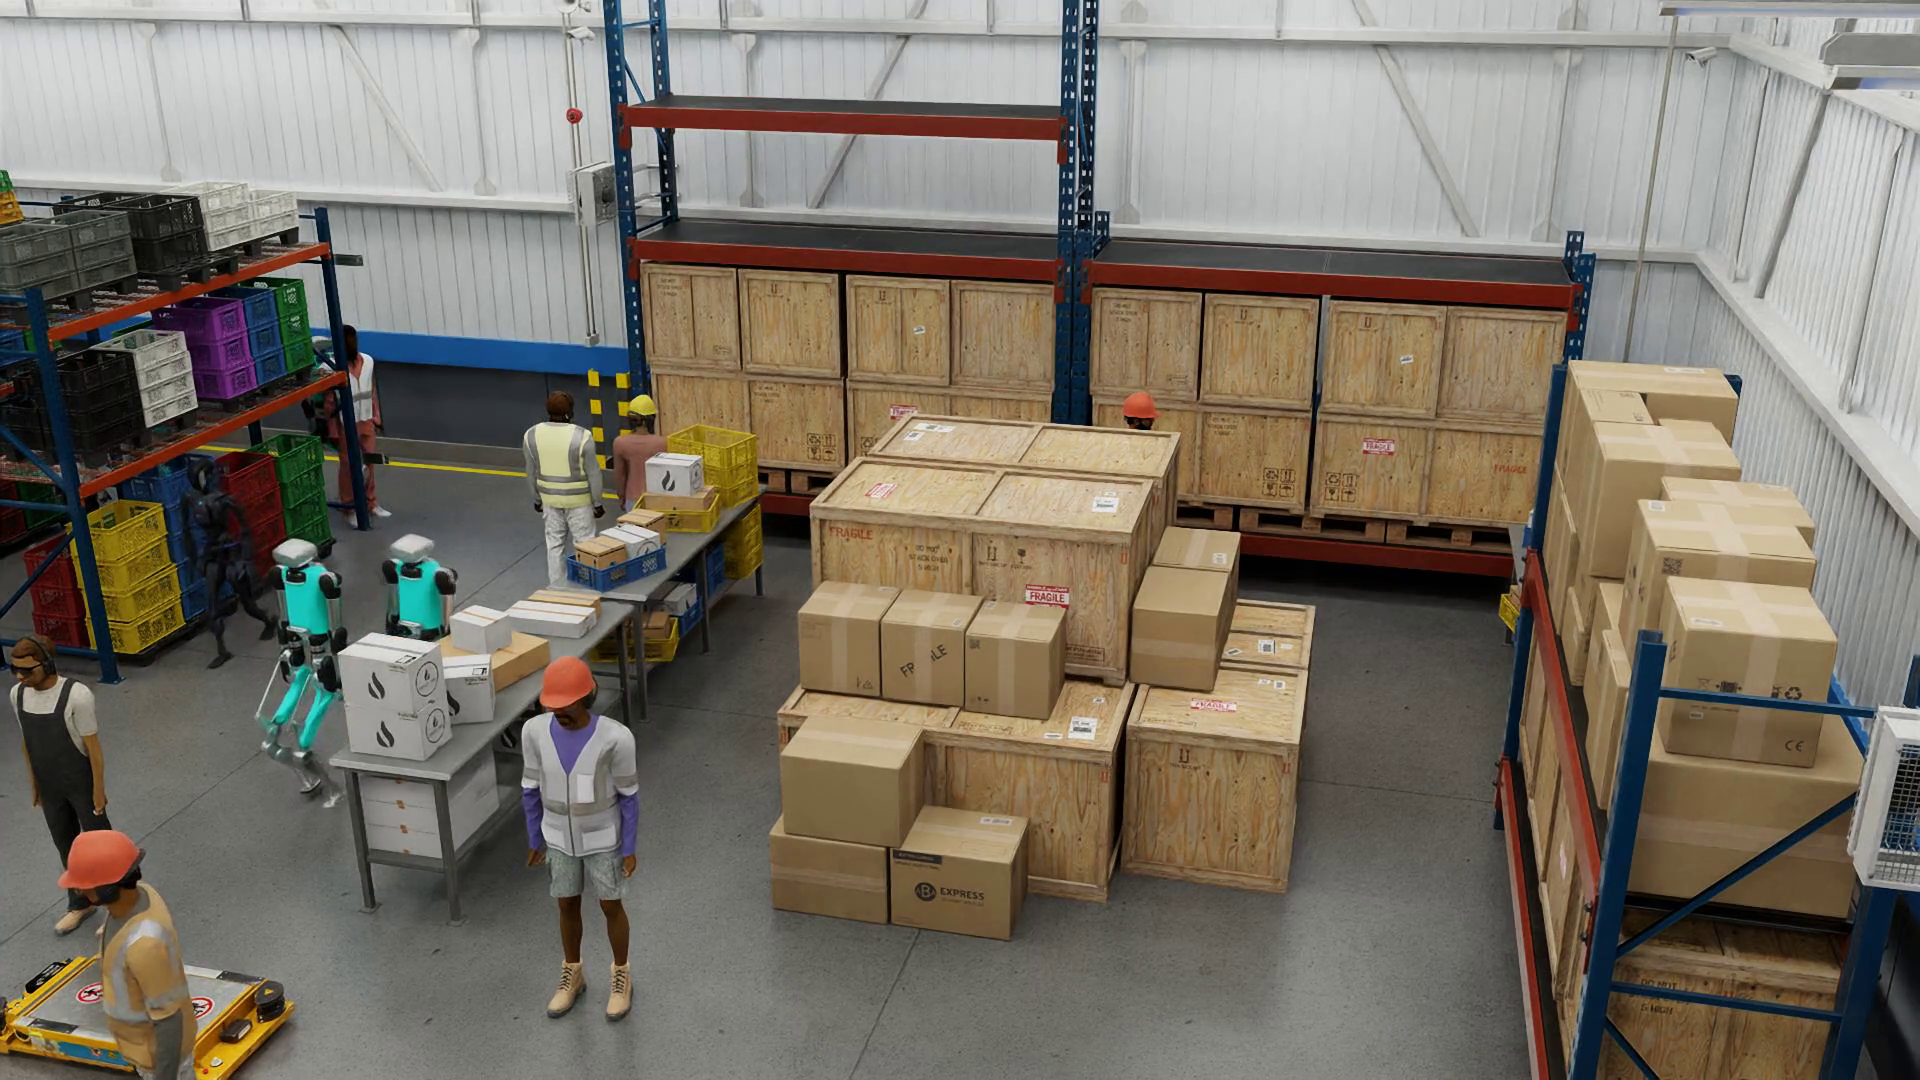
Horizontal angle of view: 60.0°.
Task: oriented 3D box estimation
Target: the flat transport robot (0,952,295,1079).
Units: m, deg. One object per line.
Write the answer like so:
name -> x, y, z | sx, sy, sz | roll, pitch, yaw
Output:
flat transport robot -> -4.270, 2.464, 8.601 | 1.431, 0.231, 0.659 | 5, 22, 13

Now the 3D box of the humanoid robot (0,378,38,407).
humanoid robot -> -9.152, -1.345, 16.546 | 0.991, 1.735, 0.542 | -18, 28, -40

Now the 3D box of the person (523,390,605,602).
person -> -3.229, -0.335, 13.721 | 0.633, 1.840, 0.429 | 4, 21, 10

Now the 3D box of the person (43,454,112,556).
person -> -7.446, -0.472, 14.048 | 0.518, 1.865, 0.328 | 5, 21, 13

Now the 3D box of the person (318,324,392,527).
person -> -5.684, -1.086, 15.580 | 0.371, 1.915, 0.596 | 12, 24, 28

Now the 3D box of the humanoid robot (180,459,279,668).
humanoid robot -> -5.634, 0.127, 12.816 | 0.612, 1.645, 0.739 | 4, 21, 11

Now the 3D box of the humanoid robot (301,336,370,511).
humanoid robot -> -5.815, -1.024, 15.684 | 0.905, 1.772, 0.551 | 9, 23, 22

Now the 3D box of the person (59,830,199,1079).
person -> -3.430, 2.119, 7.029 | 0.395, 2.037, 0.608 | -13, 24, -30

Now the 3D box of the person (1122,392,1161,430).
person -> 1.390, -0.253, 13.372 | 0.377, 1.937, 0.545 | 0, 21, -1

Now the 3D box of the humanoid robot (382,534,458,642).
humanoid robot -> -3.550, 0.916, 10.656 | 0.555, 1.836, 0.743 | 8, 22, 20

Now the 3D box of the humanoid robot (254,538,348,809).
humanoid robot -> -4.230, 0.911, 10.565 | 0.538, 1.780, 0.692 | 9, 23, 22

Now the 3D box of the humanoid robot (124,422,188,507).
humanoid robot -> -7.133, -0.709, 14.980 | 0.539, 1.879, 0.732 | 1, 21, 3

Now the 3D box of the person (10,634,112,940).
person -> -4.986, 1.367, 9.279 | 0.501, 1.840, 0.345 | 4, 21, 11

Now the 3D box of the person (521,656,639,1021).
person -> -1.943, 1.534, 8.553 | 0.606, 2.044, 0.370 | 2, 21, 6

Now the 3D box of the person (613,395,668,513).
person -> -2.600, -0.342, 13.847 | 0.524, 1.764, 0.326 | 3, 21, 7
